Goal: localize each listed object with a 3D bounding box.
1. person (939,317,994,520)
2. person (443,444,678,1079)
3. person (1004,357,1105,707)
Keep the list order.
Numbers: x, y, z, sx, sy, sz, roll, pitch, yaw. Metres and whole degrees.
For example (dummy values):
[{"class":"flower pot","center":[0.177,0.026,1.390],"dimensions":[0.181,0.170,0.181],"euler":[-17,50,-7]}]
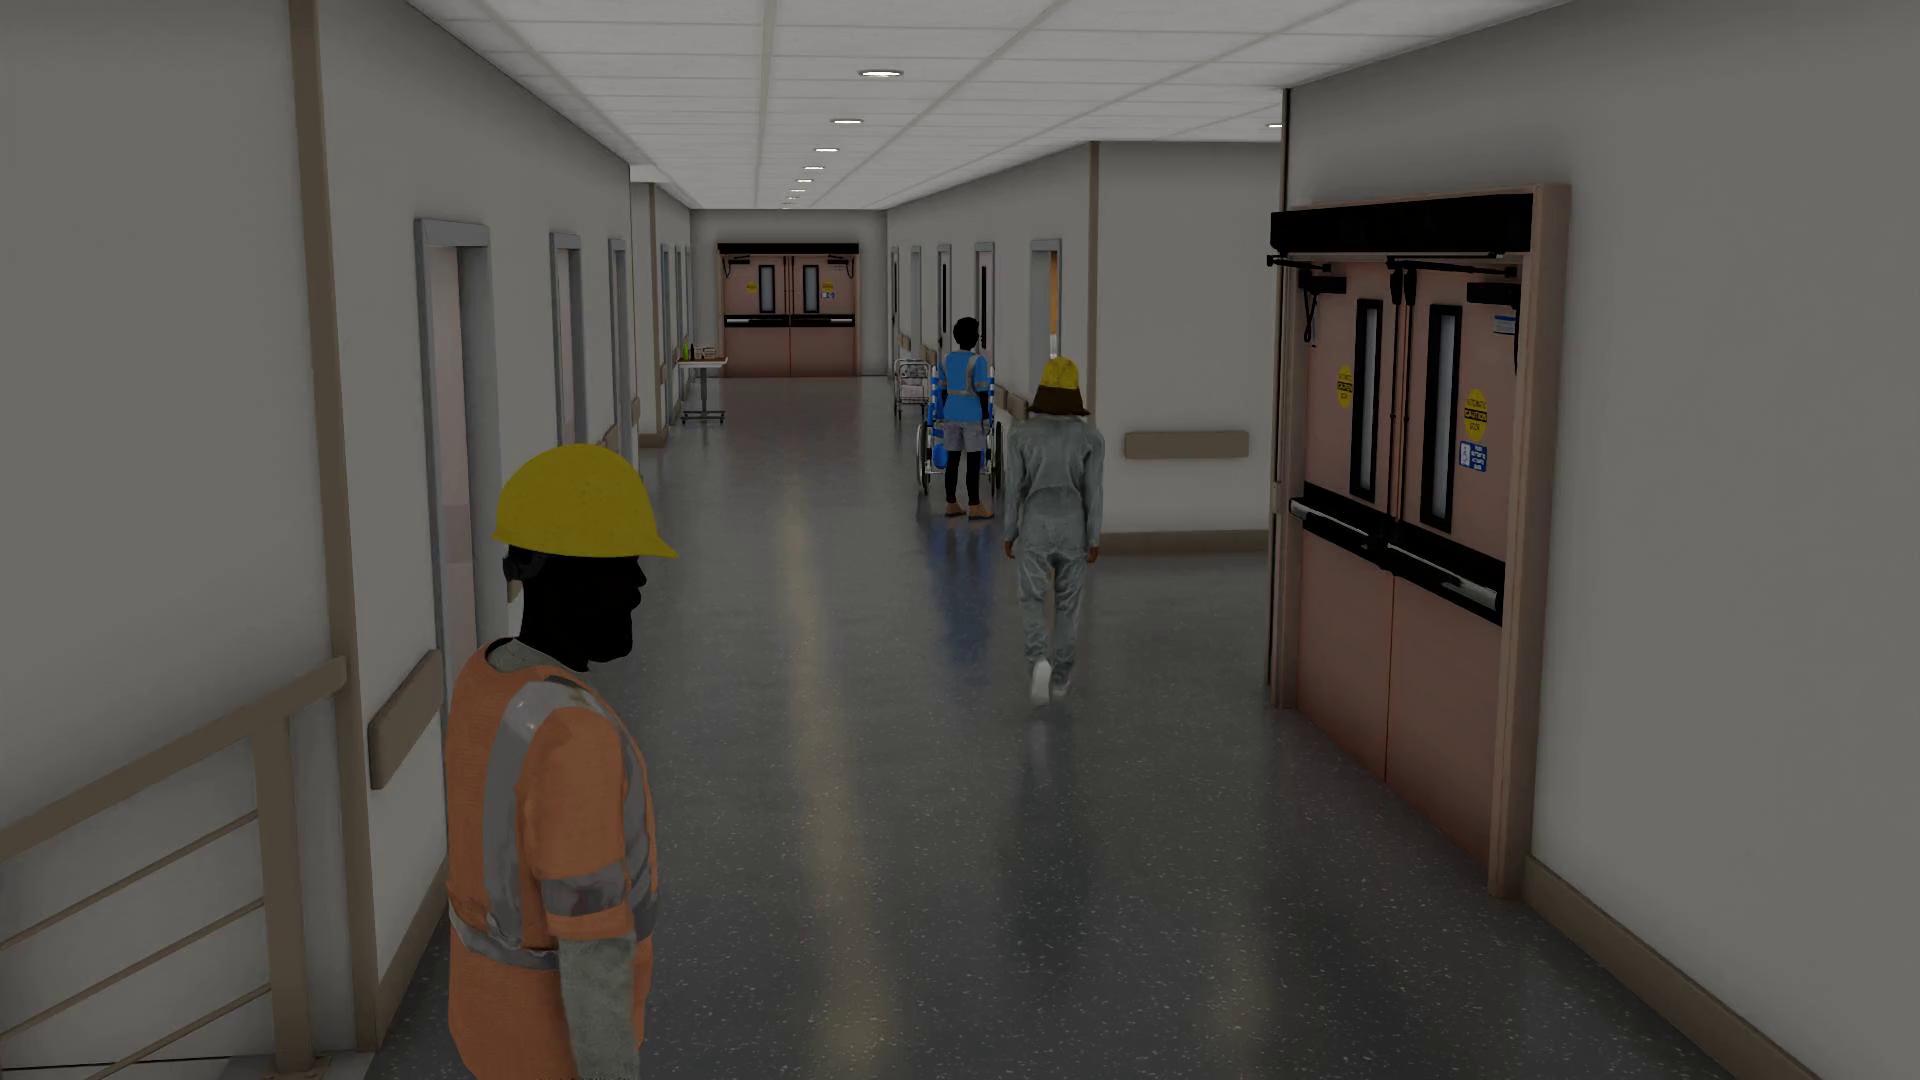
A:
[{"class":"person","center":[0.051,-1.016,13.950],"dimensions":[0.532,1.697,0.319],"euler":[9,13,42]},{"class":"person","center":[-0.633,0.799,2.748],"dimensions":[0.395,1.918,0.589],"euler":[-5,11,-26]},{"class":"person","center":[0.463,-0.036,8.163],"dimensions":[0.492,1.718,0.688],"euler":[0,10,2]}]
